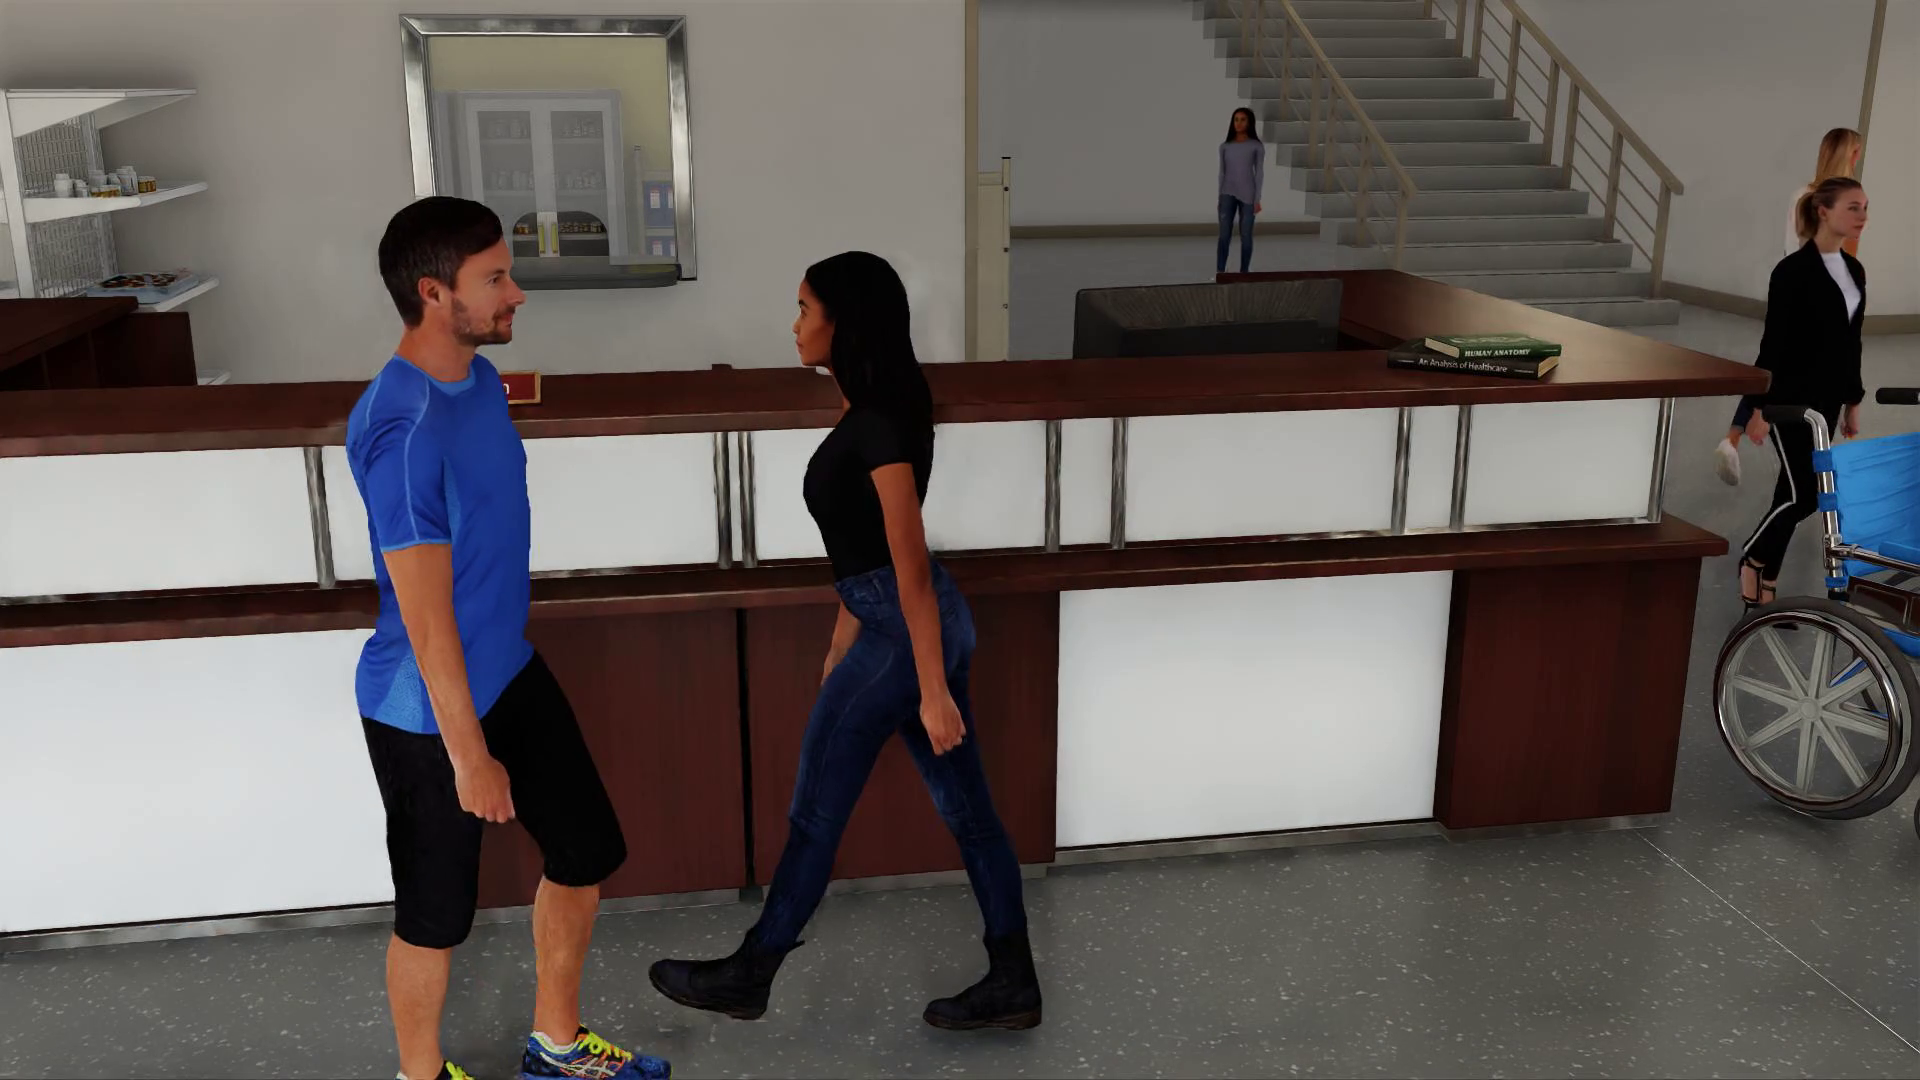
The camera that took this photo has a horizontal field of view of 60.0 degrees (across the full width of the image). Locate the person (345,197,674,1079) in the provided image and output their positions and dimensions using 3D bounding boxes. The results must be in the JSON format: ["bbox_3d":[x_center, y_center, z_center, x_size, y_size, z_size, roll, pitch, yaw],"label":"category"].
[{"bbox_3d":[-1.031,0.303,3.130,0.814,1.848,0.796,2,16,6],"label":"person"}]

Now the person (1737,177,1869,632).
[{"bbox_3d":[3.089,-0.496,6.244,0.716,1.697,0.702,-9,18,-28],"label":"person"}]

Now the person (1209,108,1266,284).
[{"bbox_3d":[2.757,-3.313,16.221,0.974,1.706,1.105,7,17,24],"label":"person"}]

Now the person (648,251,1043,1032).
[{"bbox_3d":[-0.031,0.281,3.492,0.797,1.695,1.071,0,16,-1],"label":"person"}]

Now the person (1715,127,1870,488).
[{"bbox_3d":[4.155,-1.105,8.264,0.961,1.772,1.156,-10,19,-31],"label":"person"}]
